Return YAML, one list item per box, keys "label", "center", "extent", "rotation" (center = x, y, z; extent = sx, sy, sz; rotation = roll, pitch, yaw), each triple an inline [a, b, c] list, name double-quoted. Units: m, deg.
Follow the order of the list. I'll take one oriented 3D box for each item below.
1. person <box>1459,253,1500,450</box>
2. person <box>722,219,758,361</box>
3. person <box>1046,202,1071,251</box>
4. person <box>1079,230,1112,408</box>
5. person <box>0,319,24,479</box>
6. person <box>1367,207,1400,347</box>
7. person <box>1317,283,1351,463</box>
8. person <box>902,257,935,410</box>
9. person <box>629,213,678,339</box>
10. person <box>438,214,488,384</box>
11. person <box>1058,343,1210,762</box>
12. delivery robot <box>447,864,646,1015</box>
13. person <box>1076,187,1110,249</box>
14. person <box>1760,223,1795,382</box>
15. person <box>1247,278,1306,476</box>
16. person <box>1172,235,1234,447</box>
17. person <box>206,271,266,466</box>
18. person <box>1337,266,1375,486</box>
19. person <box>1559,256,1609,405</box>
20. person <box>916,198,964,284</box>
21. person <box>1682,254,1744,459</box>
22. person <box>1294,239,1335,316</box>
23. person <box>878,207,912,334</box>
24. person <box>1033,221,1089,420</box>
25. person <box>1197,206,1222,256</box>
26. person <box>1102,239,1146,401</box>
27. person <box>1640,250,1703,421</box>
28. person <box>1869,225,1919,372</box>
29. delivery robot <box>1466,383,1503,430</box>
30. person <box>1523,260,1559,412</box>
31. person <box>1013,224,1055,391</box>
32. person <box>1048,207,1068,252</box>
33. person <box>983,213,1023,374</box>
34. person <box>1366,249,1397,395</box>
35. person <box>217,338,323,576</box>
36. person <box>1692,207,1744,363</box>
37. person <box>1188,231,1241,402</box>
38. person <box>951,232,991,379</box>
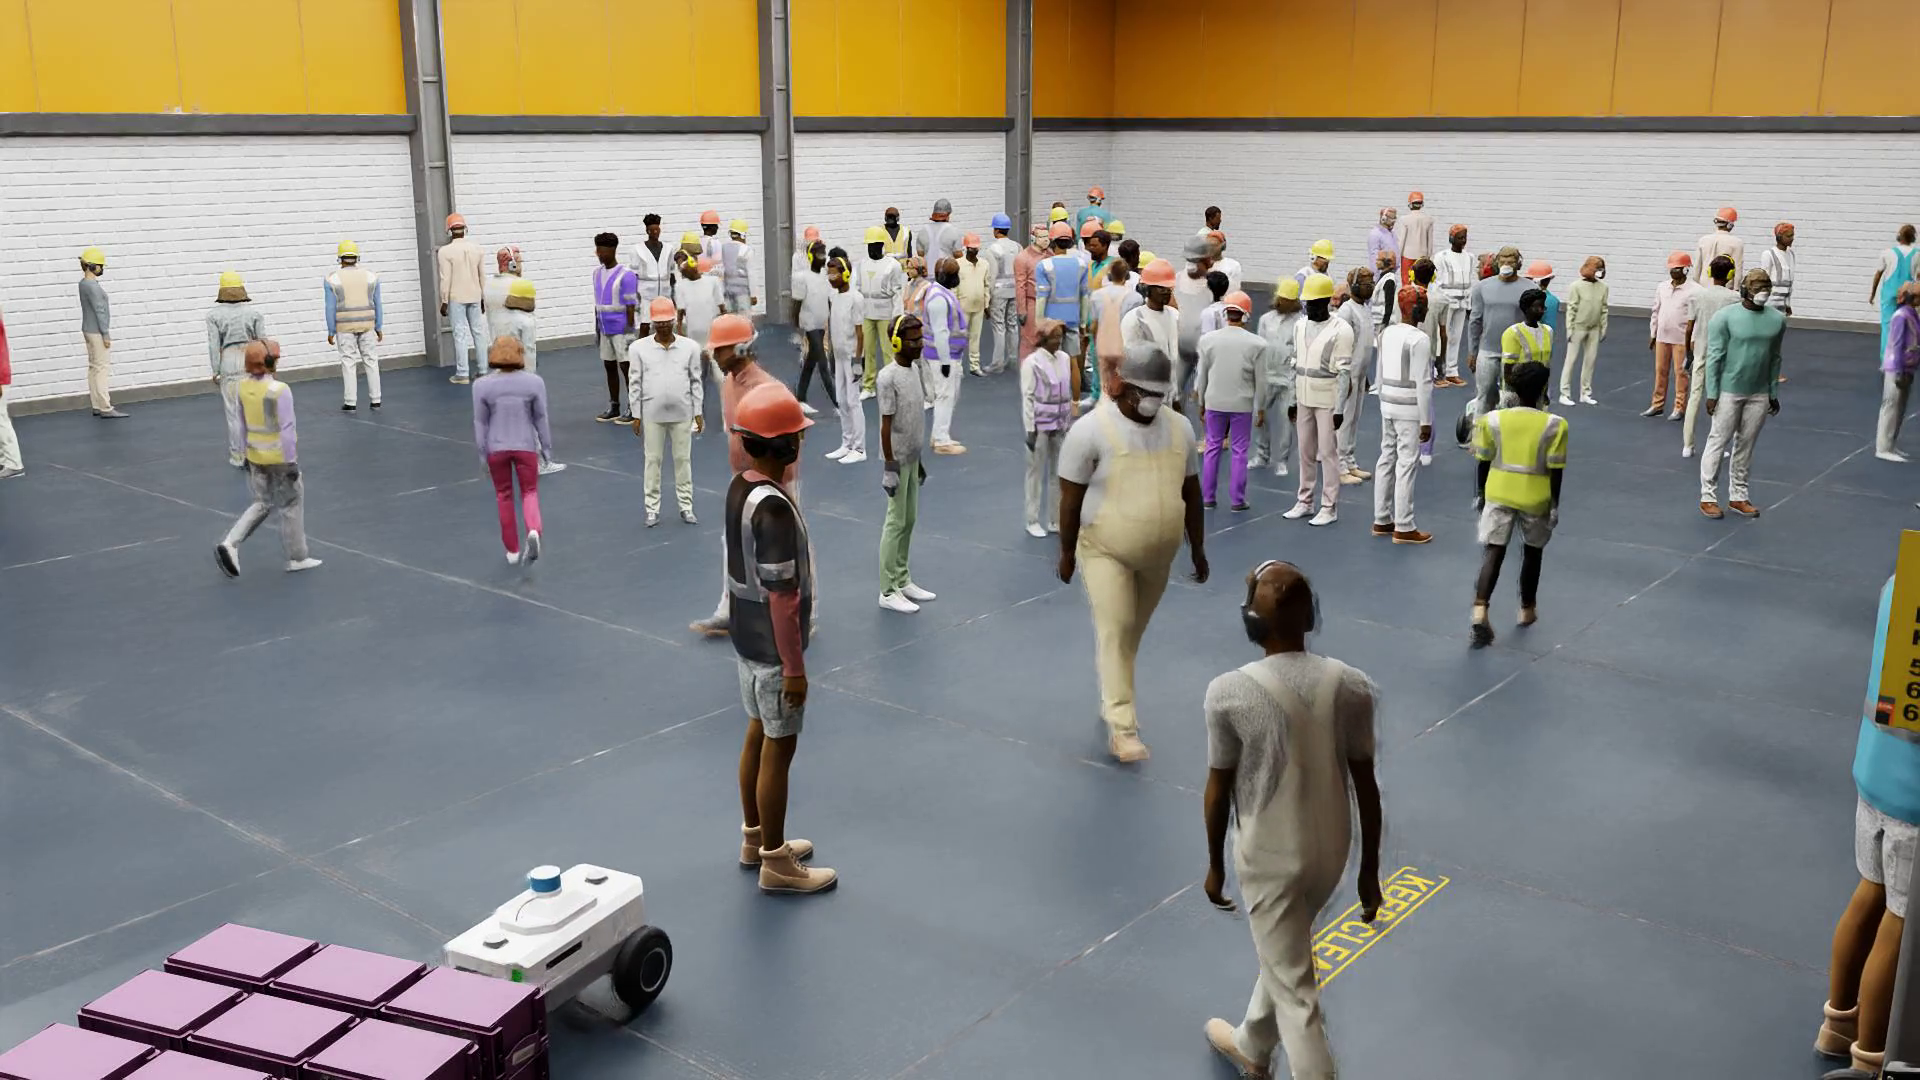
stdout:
- label: "person"
  center: [4.956, -1.756, 15.586]
  extent: [0.372, 1.843, 0.570]
  rotation: [9, 16, 31]
- label: "person"
  center: [-2.855, -3.225, 21.499]
  extent: [0.592, 1.826, 0.403]
  rotation: [9, 17, 33]
- label: "person"
  center: [1.770, -5.298, 30.152]
  extent: [0.514, 1.645, 0.307]
  rotation: [9, 17, 33]
- label: "person"
  center: [1.540, -2.356, 17.836]
  extent: [0.396, 1.919, 0.590]
  rotation: [-7, 16, -27]
- label: "person"
  center: [-8.433, -1.406, 14.412]
  extent: [0.354, 1.737, 0.574]
  rotation: [-13, 19, -43]
- label: "person"
  center: [5.848, -3.630, 22.957]
  extent: [0.410, 1.906, 0.642]
  rotation: [10, 17, 35]
- label: "person"
  center: [3.374, -1.466, 14.848]
  extent: [0.312, 1.640, 0.512]
  rotation: [-2, 14, -7]
- label: "person"
  center: [-0.440, -2.213, 17.833]
  extent: [0.311, 1.638, 0.521]
  rotation: [-9, 17, -33]
- label: "person"
  center: [-3.716, -2.982, 20.238]
  extent: [0.600, 1.967, 0.367]
  rotation: [-8, 16, -30]
- label: "person"
  center: [-5.881, -2.846, 19.658]
  extent: [0.402, 1.983, 0.623]
  rotation: [11, 18, 38]
- label: "person"
  center: [0.895, 0.032, 8.045]
  extent: [0.701, 2.000, 0.919]
  rotation: [-6, 15, -23]
- label: "delivery robot"
  center: [-1.390, 1.344, 5.626]
  extent: [0.477, 0.478, 0.707]
  rotation: [7, 16, 26]
- label: "person"
  center: [2.231, -4.854, 27.682]
  extent: [0.616, 1.983, 0.404]
  rotation: [7, 16, 27]
- label: "person"
  center: [9.647, -2.797, 19.672]
  extent: [0.576, 1.882, 0.355]
  rotation: [-10, 17, -34]
- label: "person"
  center: [2.780, -1.422, 14.516]
  extent: [0.596, 1.717, 0.451]
  rotation: [8, 16, 28]
- label: "person"
  center: [2.192, -1.838, 15.518]
  extent: [0.705, 2.000, 0.657]
  rotation: [9, 17, 32]
- label: "person"
  center: [-6.458, -1.537, 14.921]
  extent: [0.490, 1.741, 0.323]
  rotation: [-7, 16, -27]
- label: "person"
  center: [3.356, -1.394, 14.140]
  extent: [0.345, 1.846, 0.508]
  rotation: [8, 16, 30]
- label: "person"
  center: [6.823, -2.279, 18.130]
  extent: [0.506, 1.628, 0.278]
  rotation: [-3, 14, -13]
- label: "person"
  center: [-0.219, -3.612, 22.607]
  extent: [0.684, 2.000, 0.538]
  rotation: [7, 16, 26]
- label: "person"
  center: [6.867, -1.665, 15.176]
  extent: [0.514, 1.872, 0.328]
  rotation: [11, 18, 38]
- label: "person"
  center: [3.805, -2.294, 17.787]
  extent: [0.589, 1.822, 0.403]
  rotation: [-13, 19, -42]
- label: "person"
  center: [-0.988, -3.927, 24.279]
  extent: [0.627, 1.840, 0.429]
  rotation: [-4, 14, -14]
- label: "person"
  center: [1.022, -2.245, 17.138]
  extent: [0.613, 2.041, 0.393]
  rotation: [-6, 15, -24]
- label: "person"
  center: [3.422, -3.669, 23.112]
  extent: [0.385, 1.910, 0.594]
  rotation: [6, 15, 23]
- label: "person"
  center: [1.615, -1.978, 16.327]
  extent: [0.392, 1.920, 0.589]
  rotation: [-11, 18, -36]
- label: "person"
  center: [7.363, -2.107, 17.173]
  extent: [0.342, 1.749, 0.569]
  rotation: [-8, 16, -30]
- label: "person"
  center: [11.682, -3.020, 20.747]
  extent: [0.520, 1.784, 0.993]
  rotation: [5, 15, 19]
- label: "delivery robot"
  center: [5.157, -1.278, 16.103]
  extent: [0.477, 0.478, 0.707]
  rotation: [9, 16, 31]
- label: "person"
  center: [5.476, -1.784, 15.886]
  extent: [0.329, 1.751, 0.569]
  rotation: [11, 18, 38]
- label: "person"
  center: [0.909, -2.637, 18.984]
  extent: [0.643, 1.909, 0.410]
  rotation: [-12, 19, -40]
- label: "person"
  center: [1.357, -3.521, 22.491]
  extent: [0.372, 1.918, 0.589]
  rotation: [4, 14, 14]
- label: "person"
  center: [0.521, -3.024, 20.439]
  extent: [0.380, 1.951, 0.603]
  rotation: [12, 18, 40]
- label: "person"
  center: [4.793, -2.462, 18.825]
  extent: [0.311, 1.641, 0.514]
  rotation: [1, 14, 5]
- label: "person"
  center: [-4.683, -0.538, 11.179]
  extent: [0.520, 1.622, 0.644]
  rotation: [8, 16, 29]
- label: "person"
  center: [9.628, -3.218, 21.123]
  extent: [0.385, 1.992, 0.624]
  rotation: [-10, 17, -36]
- label: "person"
  center: [2.774, -2.435, 18.228]
  extent: [0.575, 1.882, 0.355]
  rotation: [6, 15, 23]
- label: "person"
  center: [0.135, -2.820, 20.022]
  extent: [0.564, 1.752, 0.338]
  rotation: [-8, 16, -30]
